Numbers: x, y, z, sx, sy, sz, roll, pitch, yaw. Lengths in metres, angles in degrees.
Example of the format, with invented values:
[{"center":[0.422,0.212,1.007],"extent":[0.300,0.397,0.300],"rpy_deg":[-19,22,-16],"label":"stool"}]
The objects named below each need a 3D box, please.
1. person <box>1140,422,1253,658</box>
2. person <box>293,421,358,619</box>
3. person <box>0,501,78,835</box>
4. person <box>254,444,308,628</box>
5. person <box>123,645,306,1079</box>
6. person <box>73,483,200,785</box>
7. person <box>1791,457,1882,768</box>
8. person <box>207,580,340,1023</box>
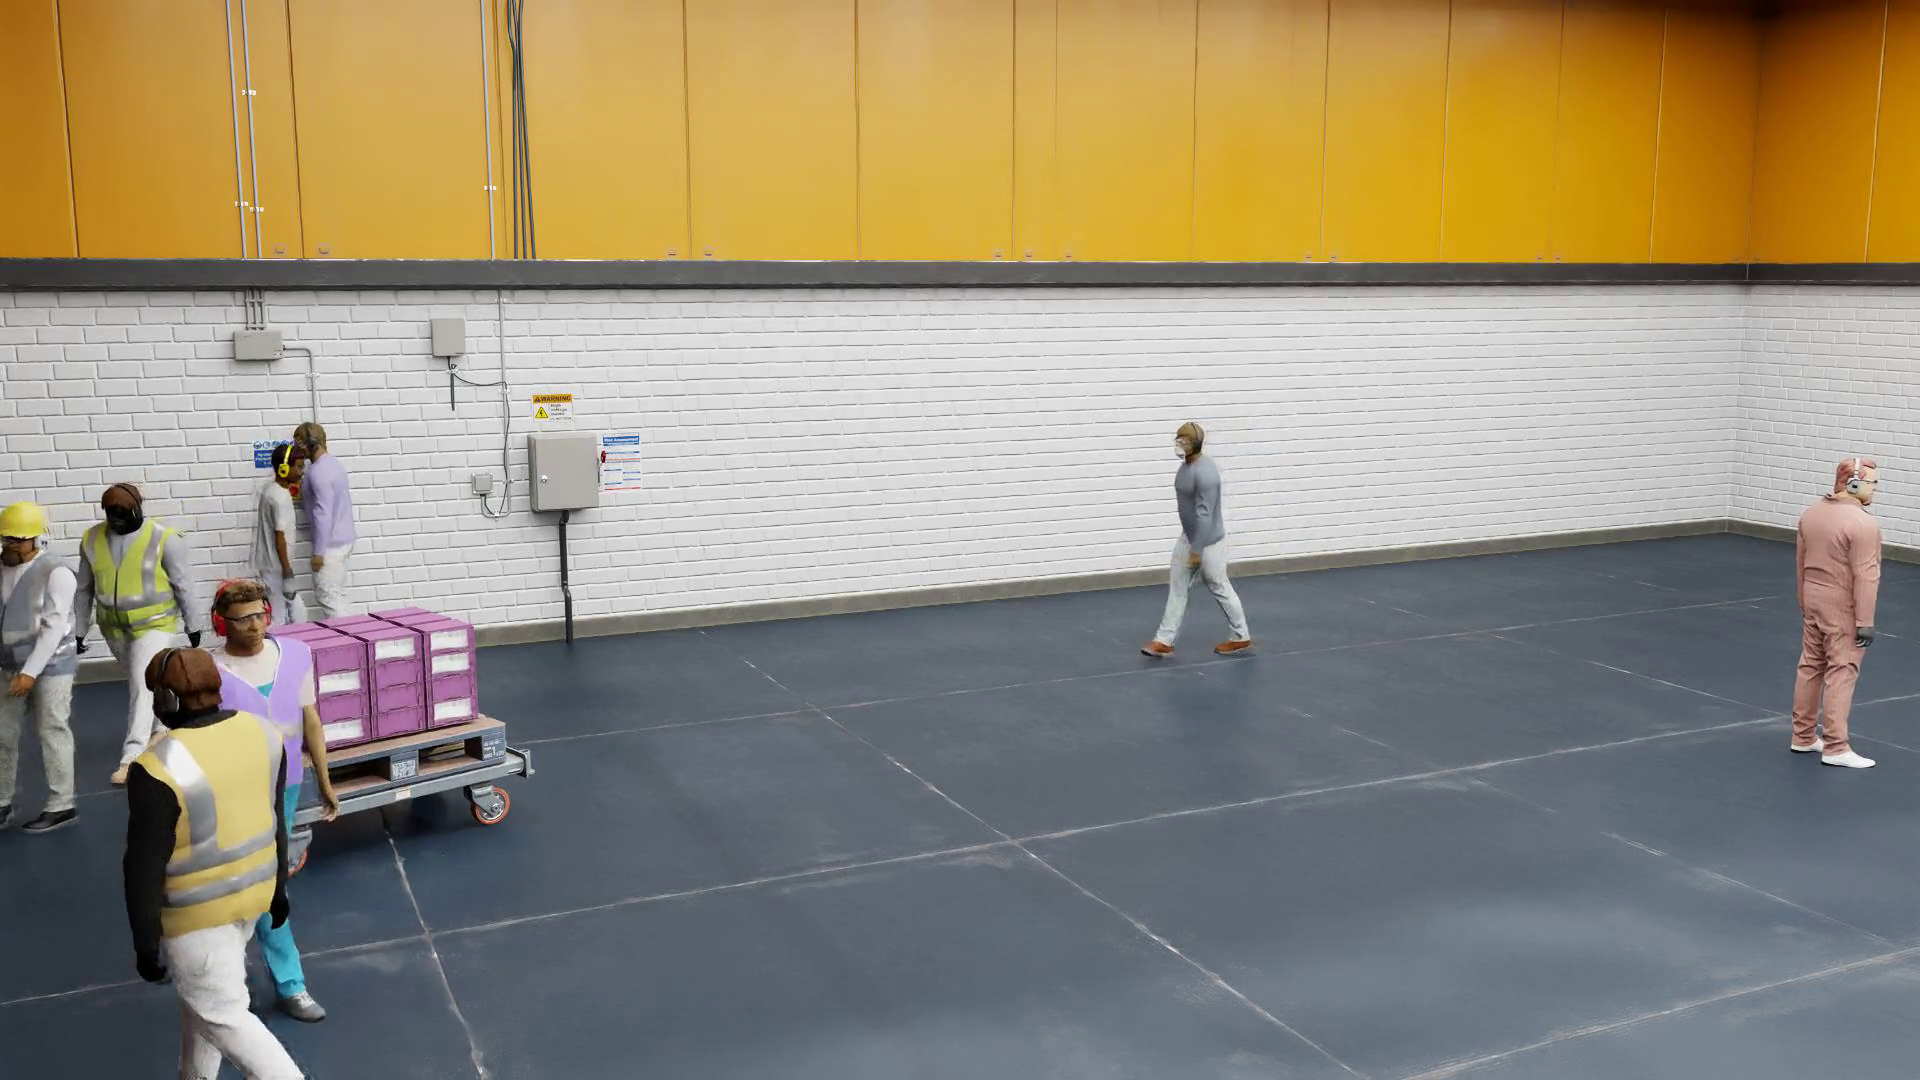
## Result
[{"center":[1.892,0.010,13.029],"extent":[0.958,1.892,0.639],"rpy_deg":[-3,10,-17],"label":"person"},{"center":[-4.769,0.054,12.617],"extent":[0.445,1.915,0.655],"rpy_deg":[-2,9,-11],"label":"person"},{"center":[-5.061,0.694,8.977],"extent":[0.591,1.814,0.519],"rpy_deg":[2,9,14],"label":"person"},{"center":[-4.944,0.213,11.942],"extent":[0.801,1.829,0.589],"rpy_deg":[-4,10,-24],"label":"person"},{"center":[-2.485,1.244,5.637],"extent":[0.915,1.801,0.630],"rpy_deg":[3,10,17],"label":"person"},{"center":[-5.026,0.522,10.164],"extent":[0.672,1.784,0.996],"rpy_deg":[1,9,4],"label":"person"},{"center":[5.449,0.439,10.279],"extent":[0.399,1.903,0.644],"rpy_deg":[-1,9,-6],"label":"person"},{"center":[-2.977,1.029,6.944],"extent":[0.952,1.802,0.563],"rpy_deg":[6,11,33],"label":"person"}]
